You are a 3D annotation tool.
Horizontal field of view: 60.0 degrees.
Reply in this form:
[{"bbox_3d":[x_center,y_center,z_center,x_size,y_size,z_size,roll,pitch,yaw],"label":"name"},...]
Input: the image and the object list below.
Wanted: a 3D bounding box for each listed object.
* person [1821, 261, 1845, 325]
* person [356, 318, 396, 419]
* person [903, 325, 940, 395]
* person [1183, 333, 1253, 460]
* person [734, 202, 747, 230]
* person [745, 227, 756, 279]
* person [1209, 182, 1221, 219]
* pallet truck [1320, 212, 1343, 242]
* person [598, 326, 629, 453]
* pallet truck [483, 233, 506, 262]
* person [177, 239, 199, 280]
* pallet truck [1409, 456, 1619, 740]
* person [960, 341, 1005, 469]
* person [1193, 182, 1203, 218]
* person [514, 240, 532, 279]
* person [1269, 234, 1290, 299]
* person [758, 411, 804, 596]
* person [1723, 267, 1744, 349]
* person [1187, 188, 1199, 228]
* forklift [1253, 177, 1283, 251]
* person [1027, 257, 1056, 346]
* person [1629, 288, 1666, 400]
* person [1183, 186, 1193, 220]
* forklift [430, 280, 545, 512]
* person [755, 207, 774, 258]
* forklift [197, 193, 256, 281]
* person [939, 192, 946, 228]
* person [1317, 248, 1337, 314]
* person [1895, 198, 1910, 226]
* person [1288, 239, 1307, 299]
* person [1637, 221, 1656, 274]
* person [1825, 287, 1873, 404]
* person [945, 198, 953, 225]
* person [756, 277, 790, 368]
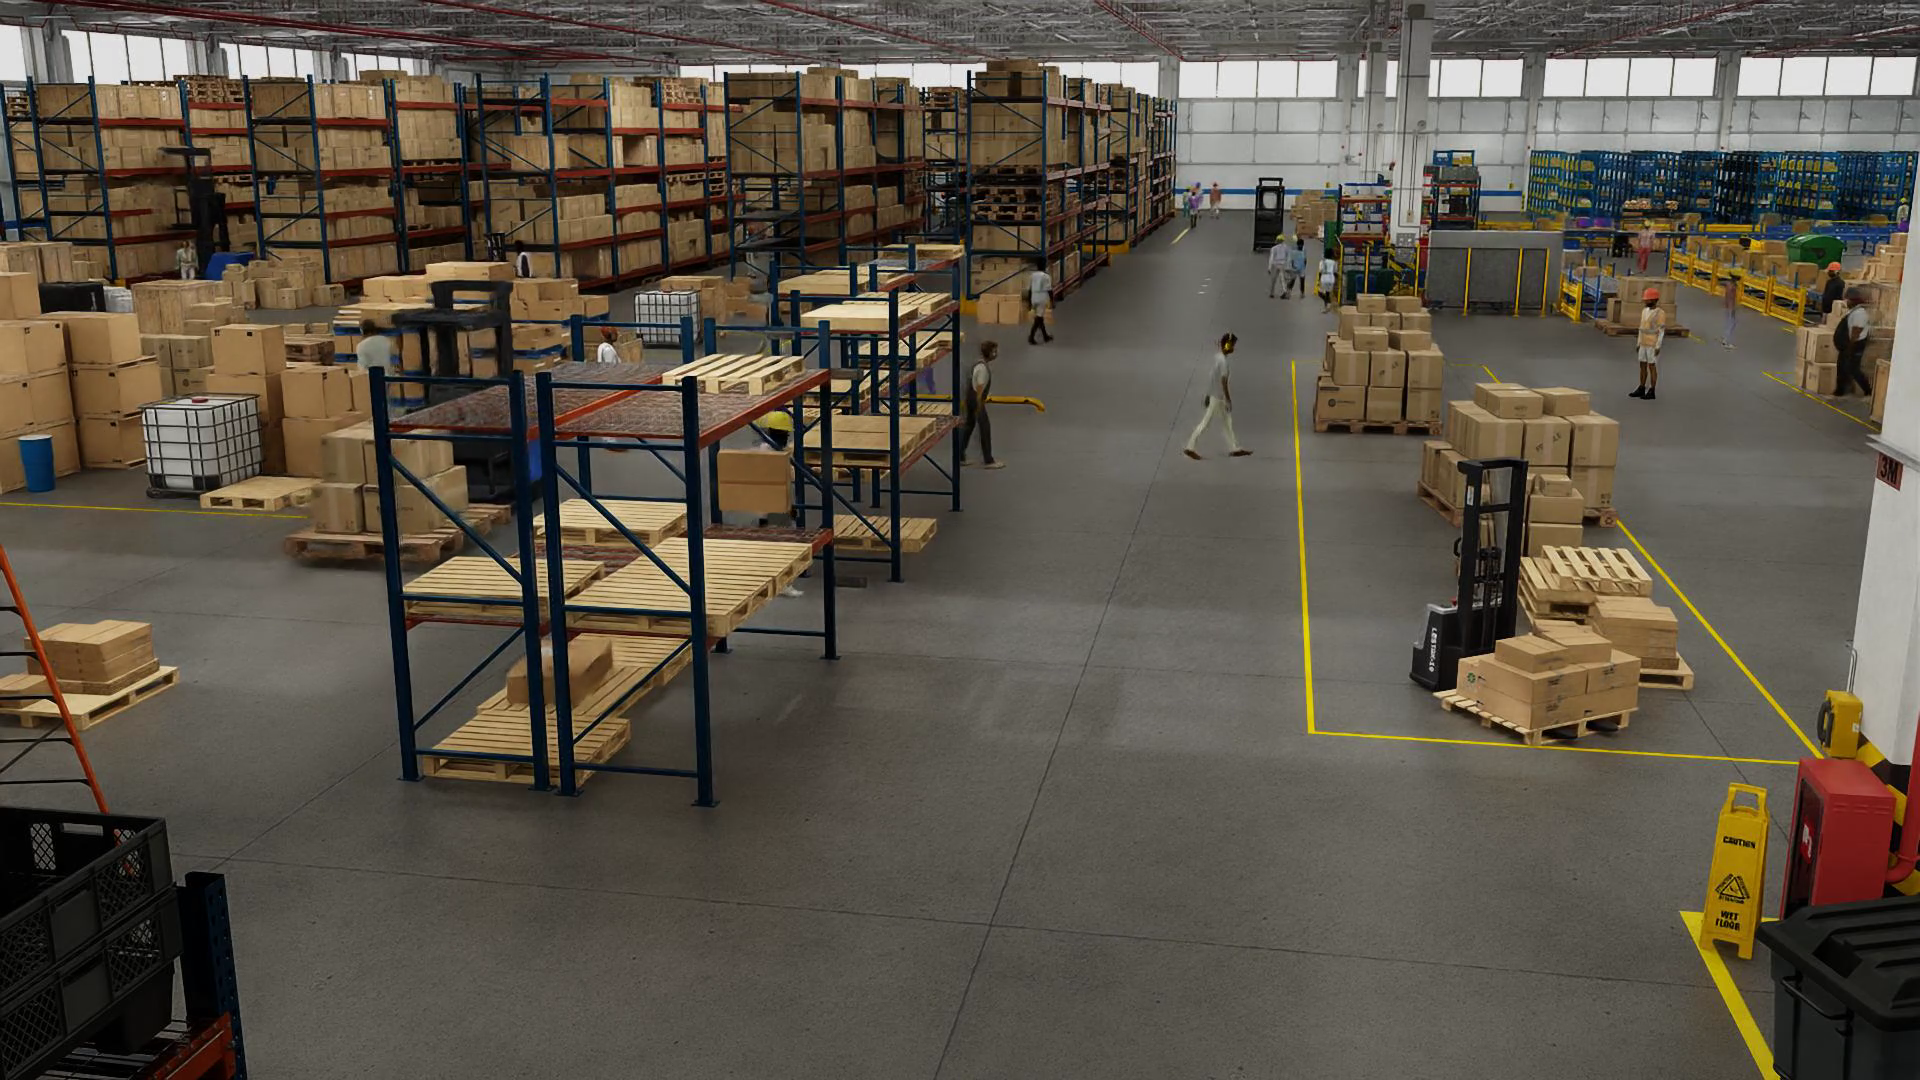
[{"bbox_3d":[17.891,-4.717,34.176,0.395,1.994,0.612,-1,14,-2],"label":"person"},{"bbox_3d":[-8.646,-2.341,24.684,0.568,1.919,0.642,7,15,26],"label":"person"},{"bbox_3d":[-0.589,-3.322,28.768,0.919,1.876,0.613,0,14,1],"label":"person"},{"bbox_3d":[3.681,-2.037,23.696,1.020,1.807,0.586,0,14,2],"label":"person"},{"bbox_3d":[-8.203,-11.630,62.164,0.605,2.036,0.383,-12,18,-40],"label":"person"},{"bbox_3d":[-6.645,-9.098,52.707,0.501,1.633,0.279,13,19,43],"label":"person"},{"bbox_3d":[13.594,-18.079,88.505,0.630,1.964,0.903,-2,14,-7],"label":"person"},{"bbox_3d":[15.874,-13.227,70.310,0.680,1.201,1.601,10,17,35],"label":"pallet truck"},{"bbox_3d":[-5.088,-2.210,24.229,0.353,1.883,0.573,-6,15,-23],"label":"person"},{"bbox_3d":[-11.832,-7.026,43.548,1.885,1.965,0.823,8,16,28],"label":"pallet truck"},{"bbox_3d":[-21.707,-7.629,46.759,0.535,1.624,0.365,-8,16,-31],"label":"person"},{"bbox_3d":[4.504,0.400,13.395,0.823,1.965,1.885,-6,15,-23],"label":"pallet truck"},{"bbox_3d":[0.253,-1.859,23.028,0.693,1.799,0.516,-1,14,-6],"label":"person"},{"bbox_3d":[12.756,-18.224,89.243,0.604,1.896,1.014,-1,14,-4],"label":"person"},{"bbox_3d":[-11.218,-6.693,42.402,0.672,1.895,0.588,-6,15,-22],"label":"person"},{"bbox_3d":[8.920,-7.604,46.336,0.636,1.793,0.826,-2,14,-10],"label":"person"},{"bbox_3d":[-1.865,-0.352,16.653,0.495,1.903,0.587,5,15,20],"label":"person"},{"bbox_3d":[16.631,-4.991,35.778,0.384,1.750,0.549,9,17,34],"label":"person"},{"bbox_3d":[11.186,-15.909,79.770,0.582,1.912,0.704,3,14,11],"label":"person"},{"bbox_3d":[12.083,-12.747,64.956,1.129,2.768,1.873,3,14,10],"label":"forklift"},{"bbox_3d":[1.755,-5.211,36.362,1.021,1.922,0.602,-13,19,-42],"label":"person"},{"bbox_3d":[12.015,-3.423,29.047,0.370,1.933,0.551,-4,14,-17],"label":"person"},{"bbox_3d":[11.989,-17.769,87.642,0.533,1.767,0.313,3,14,12],"label":"person"},{"bbox_3d":[-5.906,-1.789,20.467,1.129,2.768,1.873,3,14,10],"label":"forklift"},{"bbox_3d":[-7.186,-11.271,61.075,0.990,1.854,0.661,4,14,17],"label":"person"},{"bbox_3d":[-21.822,-8.778,48.844,1.873,2.768,1.129,3,14,10],"label":"forklift"},{"bbox_3d":[-0.759,-14.687,74.773,0.356,1.939,0.542,-3,14,-12],"label":"person"},{"bbox_3d":[9.404,-6.625,42.546,0.543,1.683,0.402,-7,15,-25],"label":"person"},{"bbox_3d":[39.920,-13.571,70.478,0.610,1.825,0.403,-7,15,-25],"label":"person"},{"bbox_3d":[9.448,-7.600,46.557,0.519,1.663,0.769,-3,14,-11],"label":"person"},{"bbox_3d":[22.488,-9.588,54.512,0.540,1.718,0.900,4,14,15],"label":"person"},{"bbox_3d":[15.469,-3.376,28.637,0.795,2.000,0.692,5,15,19],"label":"person"},{"bbox_3d":[-0.465,-15.002,76.052,0.372,1.940,0.631,-9,16,-31],"label":"person"},{"bbox_3d":[-3.667,-4.279,32.765,0.974,1.820,0.540,-1,14,-4],"label":"person"}]
